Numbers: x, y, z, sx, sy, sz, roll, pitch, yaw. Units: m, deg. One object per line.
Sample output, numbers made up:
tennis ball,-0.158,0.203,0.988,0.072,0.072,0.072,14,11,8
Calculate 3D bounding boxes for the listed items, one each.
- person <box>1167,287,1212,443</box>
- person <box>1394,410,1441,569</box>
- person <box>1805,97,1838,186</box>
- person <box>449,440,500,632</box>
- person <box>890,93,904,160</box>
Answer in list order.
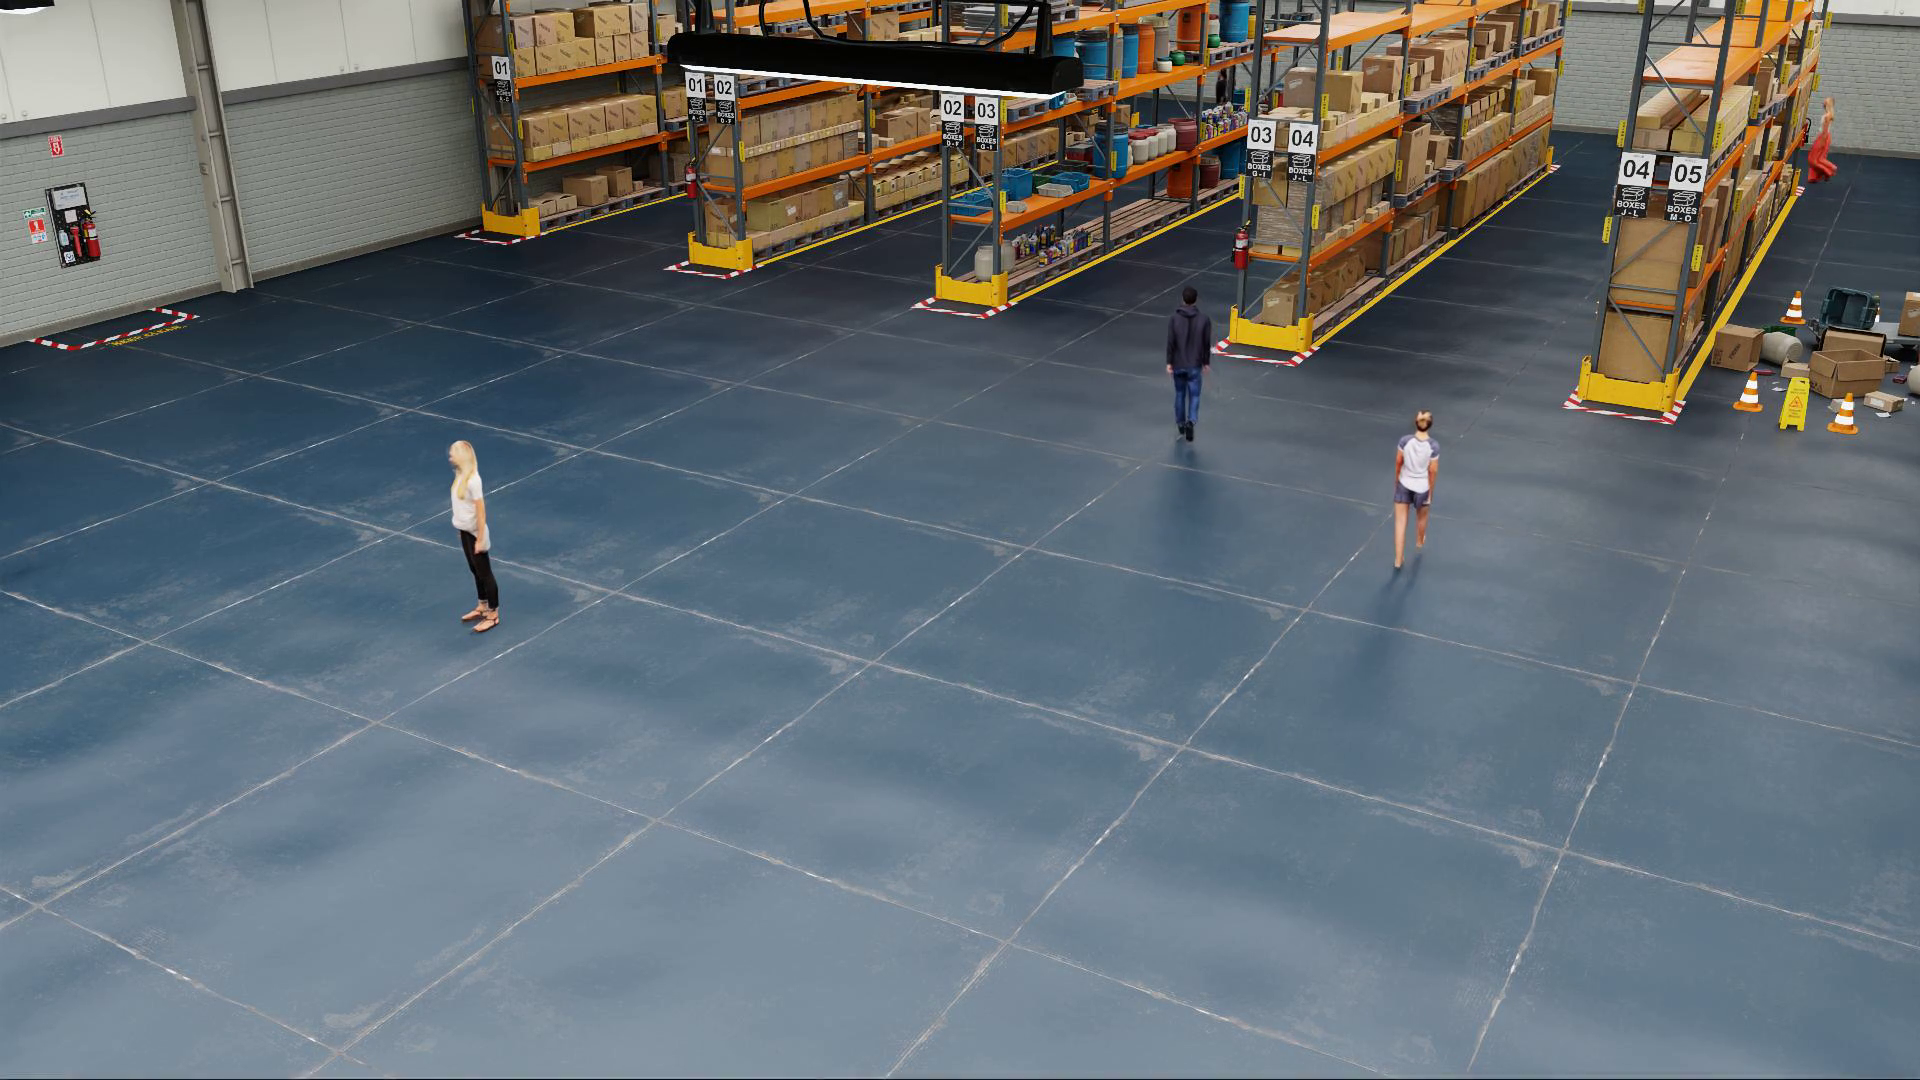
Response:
person,2.747,-2.076,19.990,0.947,1.866,1.205,3,23,7
person,4.514,-0.475,16.592,0.703,1.579,1.035,7,24,16
person,18.166,-8.330,34.793,0.709,1.790,0.759,11,25,24
person,-4.466,-0.063,15.312,0.660,1.823,0.675,-16,28,-33
person,-1.391,-9.124,36.958,0.539,1.558,0.743,12,26,26
